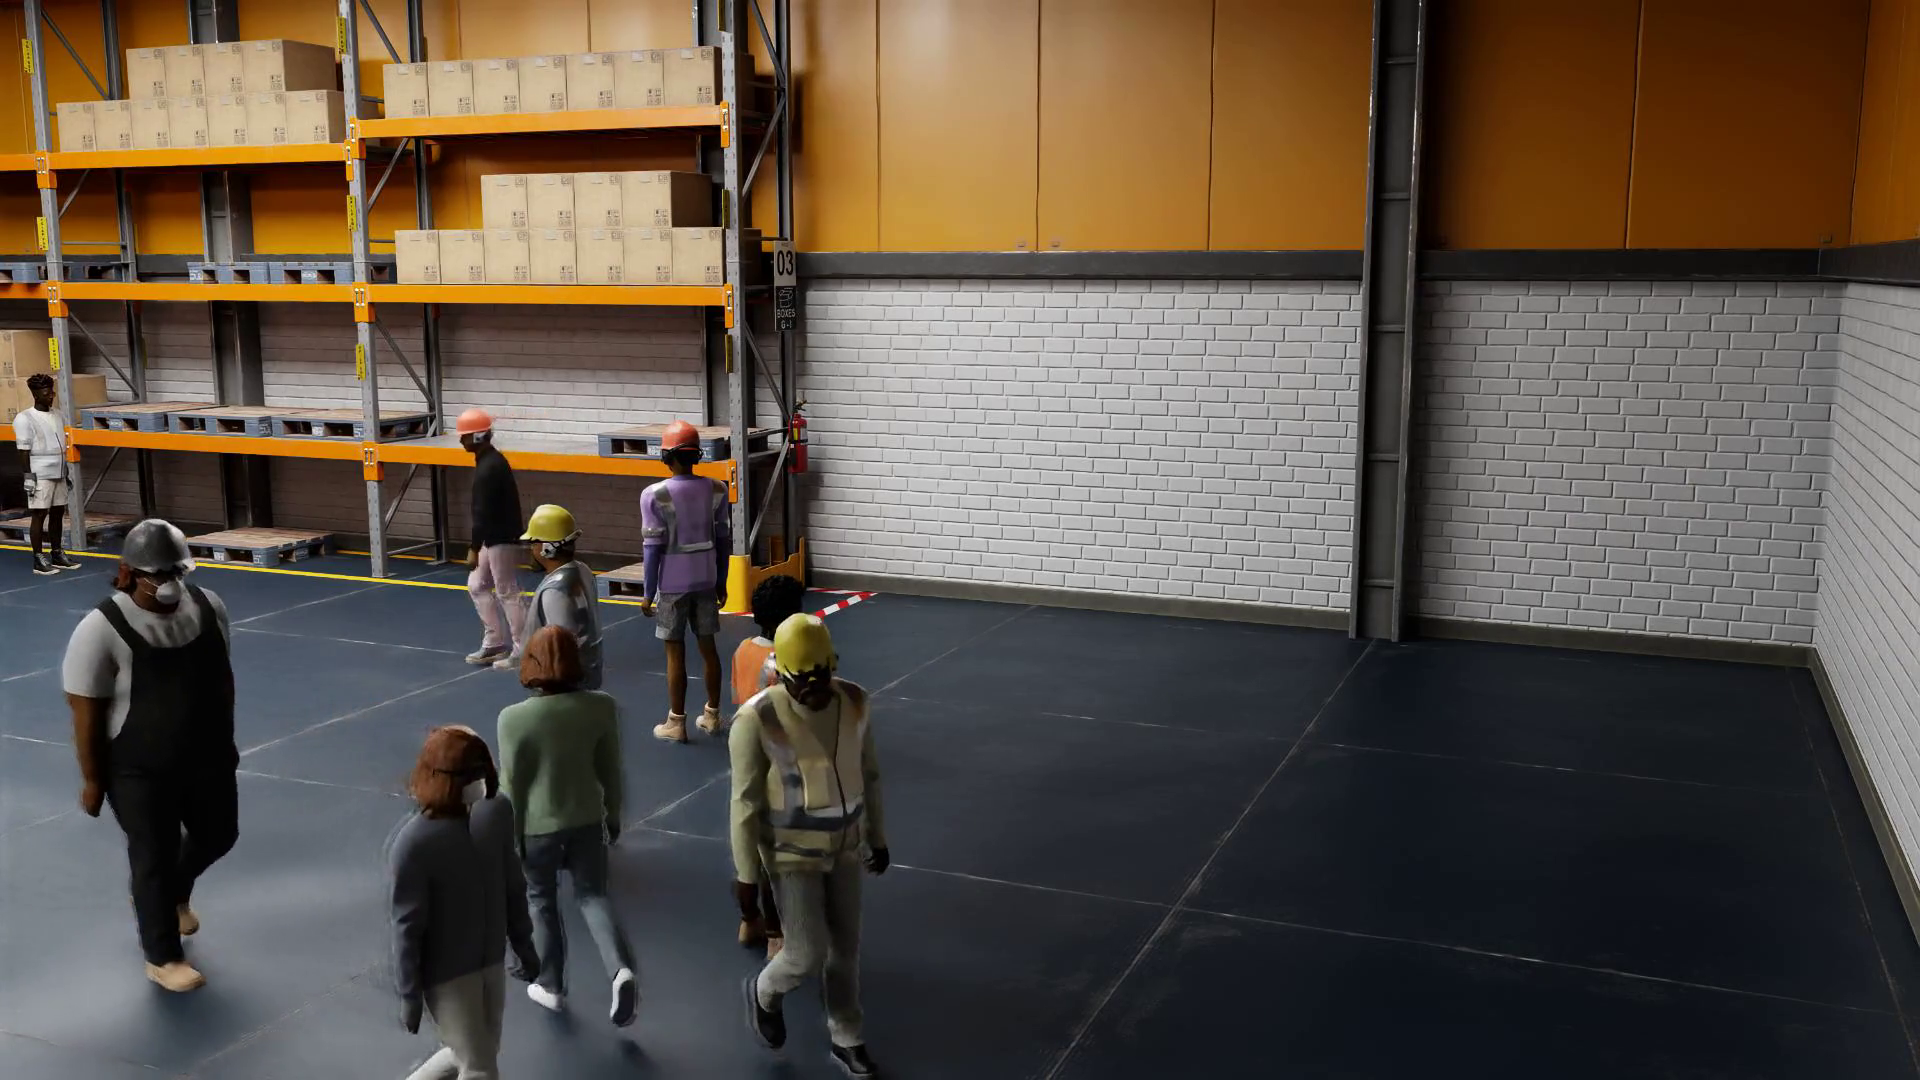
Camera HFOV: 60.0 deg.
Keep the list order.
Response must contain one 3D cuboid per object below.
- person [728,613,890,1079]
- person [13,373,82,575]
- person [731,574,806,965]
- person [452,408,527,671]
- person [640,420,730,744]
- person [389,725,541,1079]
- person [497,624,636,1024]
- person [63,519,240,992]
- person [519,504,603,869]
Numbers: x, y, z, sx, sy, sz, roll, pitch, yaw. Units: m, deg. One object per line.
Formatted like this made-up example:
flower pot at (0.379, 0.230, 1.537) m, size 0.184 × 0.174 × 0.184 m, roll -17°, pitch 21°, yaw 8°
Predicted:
person at (-0.568, 1.113, 6.112) m, size 0.662 × 1.799 × 0.548 m, roll -9°, pitch 13°, yaw -42°
person at (-8.954, -0.653, 16.324) m, size 0.361 × 1.963 × 0.618 m, roll 2°, pitch 10°, yaw 10°
person at (-0.814, 0.987, 7.217) m, size 0.322 × 1.690 × 0.537 m, roll -6°, pitch 11°, yaw -30°
person at (-3.488, 0.004, 12.344) m, size 0.654 × 1.959 × 0.668 m, roll -2°, pitch 10°, yaw -11°
person at (-1.745, 0.265, 10.527) m, size 0.611 × 2.043 × 0.374 m, roll -7°, pitch 12°, yaw -38°
person at (-1.625, 1.347, 5.281) m, size 0.708 × 1.608 × 0.502 m, roll 4°, pitch 10°, yaw 23°
person at (-1.540, 1.137, 6.557) m, size 0.505 × 1.611 × 0.642 m, roll -7°, pitch 12°, yaw -36°
person at (-3.374, 0.854, 6.966) m, size 0.732 × 2.000 × 0.706 m, roll 6°, pitch 11°, yaw 32°
person at (-2.000, 0.729, 8.351) m, size 0.403 × 1.832 × 0.594 m, roll 0°, pitch 9°, yaw -1°
